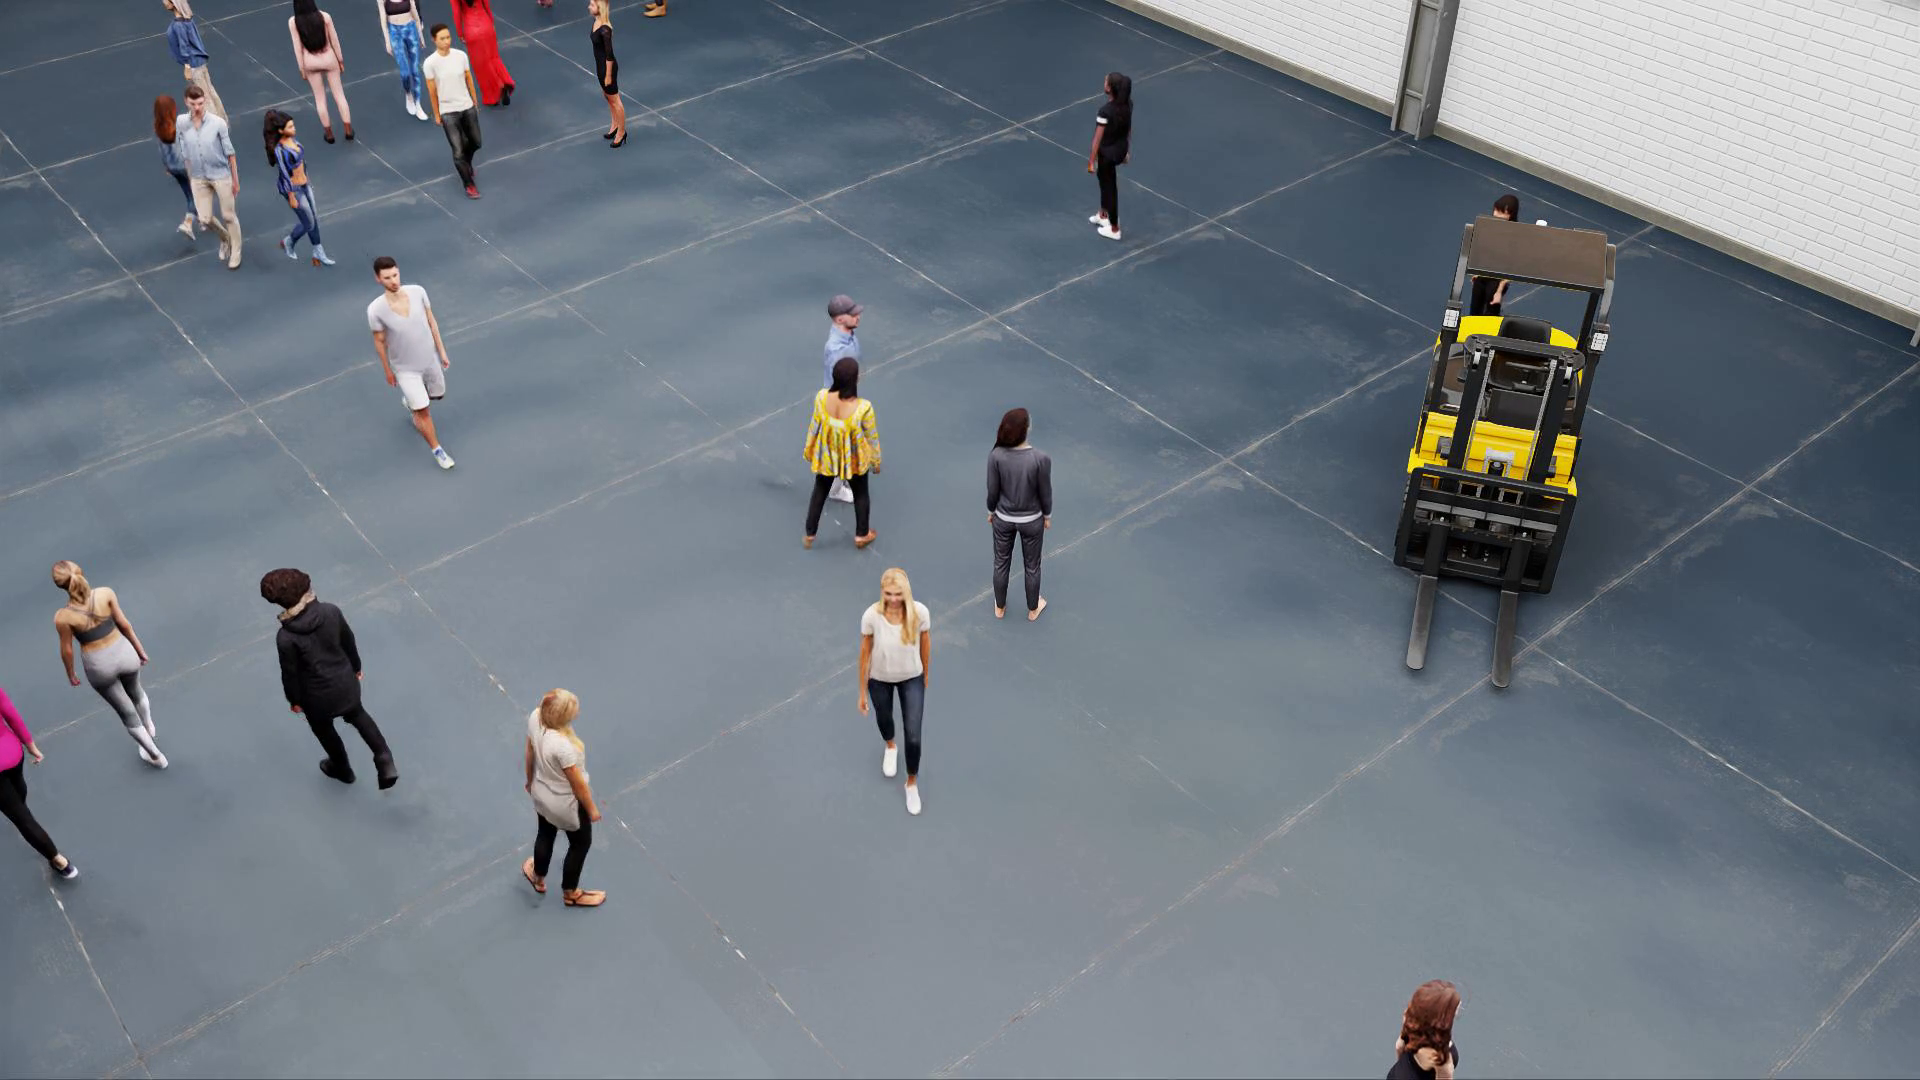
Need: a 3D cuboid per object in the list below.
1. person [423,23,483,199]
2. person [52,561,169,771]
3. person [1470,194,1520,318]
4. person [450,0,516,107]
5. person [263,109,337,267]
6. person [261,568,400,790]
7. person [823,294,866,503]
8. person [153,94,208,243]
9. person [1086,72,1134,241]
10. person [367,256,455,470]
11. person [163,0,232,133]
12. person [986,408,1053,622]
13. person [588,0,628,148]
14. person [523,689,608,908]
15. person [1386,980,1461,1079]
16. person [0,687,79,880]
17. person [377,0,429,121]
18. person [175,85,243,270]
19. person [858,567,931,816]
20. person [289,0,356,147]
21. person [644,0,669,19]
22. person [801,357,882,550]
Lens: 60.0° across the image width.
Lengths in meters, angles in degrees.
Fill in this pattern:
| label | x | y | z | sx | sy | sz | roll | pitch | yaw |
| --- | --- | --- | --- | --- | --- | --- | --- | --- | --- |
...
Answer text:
| label | x | y | z | sx | sy | sz | roll | pitch | yaw |
| --- | --- | --- | --- | --- | --- | --- | --- | --- | --- |
| person | -5.239 | -4.486 | 17.236 | 0.681 | 1.793 | 0.908 | -24 | 45 | -27 |
| person | -5.396 | 0.837 | 10.644 | 0.850 | 1.692 | 0.676 | 29 | 47 | 31 |
| person | 4.699 | -2.295 | 14.604 | 0.676 | 1.643 | 0.520 | -17 | 42 | -20 |
| person | -5.382 | -5.668 | 18.742 | 0.627 | 1.761 | 0.845 | -26 | 46 | -29 |
| person | -6.419 | -3.346 | 15.946 | 0.885 | 1.611 | 0.828 | 1 | 39 | 2 |
| person | -3.926 | 0.941 | 10.472 | 1.040 | 1.744 | 0.816 | 24 | 44 | 27 |
| person | -0.996 | -1.089 | 12.908 | 0.829 | 1.876 | 0.780 | 5 | 39 | 7 |
| person | -7.725 | -3.655 | 16.453 | 0.897 | 1.460 | 0.934 | 6 | 39 | 7 |
| person | 1.557 | -3.750 | 16.365 | 0.744 | 1.720 | 0.682 | 29 | 47 | 31 |
| person | -4.449 | -1.493 | 13.446 | 0.751 | 1.836 | 1.085 | -32 | 48 | -33 |
| person | -8.370 | -5.217 | 18.227 | 0.762 | 1.697 | 0.658 | -7 | 39 | -9 |
| person | 0.415 | -0.173 | 11.846 | 0.667 | 1.770 | 0.744 | 6 | 39 | 7 |
| person | -3.841 | -5.122 | 18.117 | 0.654 | 1.677 | 0.487 | -15 | 41 | -18 |
| person | -2.387 | 1.510 | 9.725 | 0.580 | 1.786 | 0.928 | 20 | 43 | 24 |
| person | 2.224 | 2.749 | 8.204 | 0.704 | 1.748 | 0.583 | -11 | 40 | -14 |
| person | -5.728 | 1.399 | 9.983 | 1.189 | 1.649 | 0.798 | 24 | 44 | 27 |
| person | -6.263 | -5.617 | 18.663 | 0.601 | 1.780 | 0.650 | -23 | 44 | -26 |
| person | -7.150 | -3.525 | 15.993 | 0.807 | 1.832 | 0.847 | -1 | 39 | -2 |
| person | -0.417 | 0.828 | 10.579 | 0.899 | 1.786 | 0.985 | 1 | 39 | 1 |
| person | -6.974 | -5.174 | 18.147 | 0.673 | 1.720 | 0.606 | -16 | 41 | -19 |
| person | -3.935 | -7.536 | 21.113 | 0.752 | 1.711 | 0.664 | -2 | 39 | -2 |
| person | -0.869 | -0.625 | 12.517 | 0.918 | 1.638 | 1.013 | 11 | 40 | 13 |
